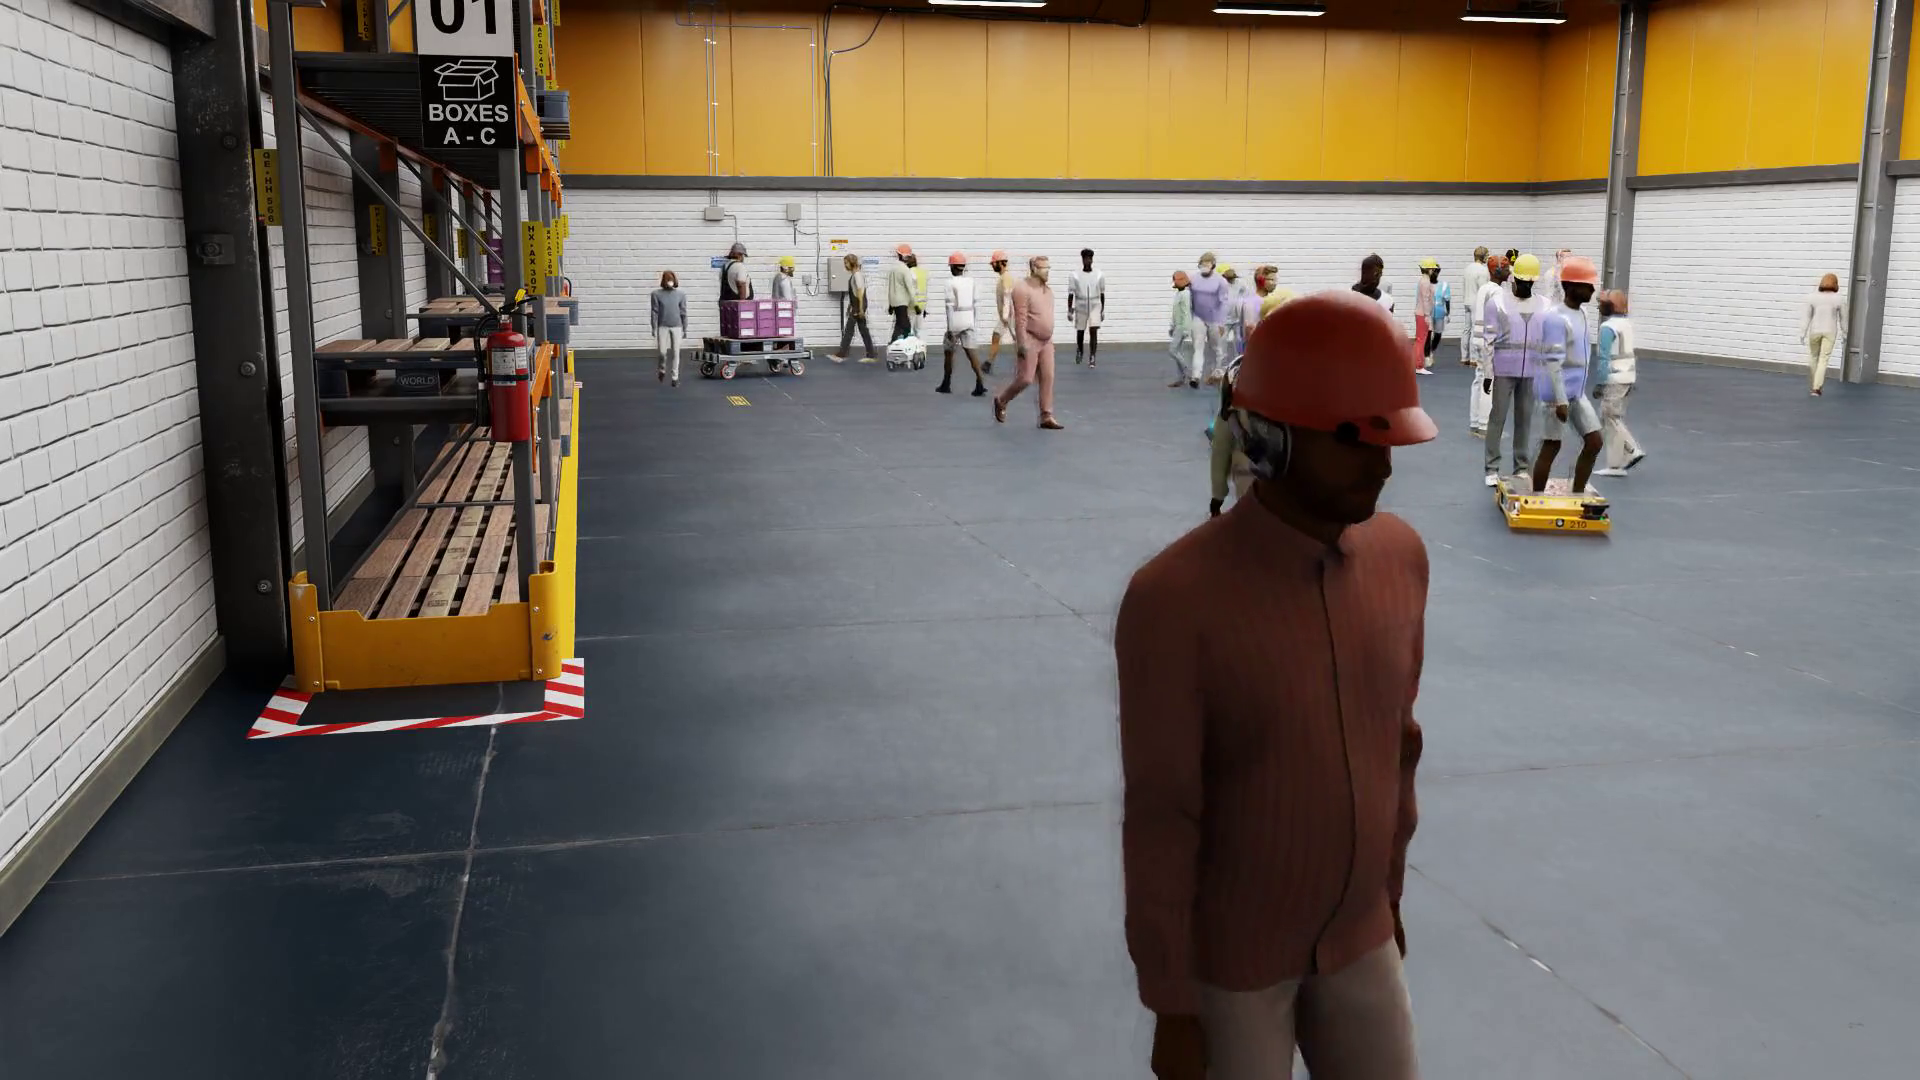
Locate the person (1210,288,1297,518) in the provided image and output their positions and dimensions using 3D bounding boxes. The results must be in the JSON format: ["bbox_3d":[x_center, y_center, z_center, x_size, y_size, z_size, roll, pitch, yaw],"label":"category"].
[{"bbox_3d":[1.452,-0.250,7.717,0.608,1.807,0.668,-1,10,-5],"label":"person"}]

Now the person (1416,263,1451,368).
[{"bbox_3d":[7.616,-3.624,26.830,0.537,1.678,0.726,1,10,4],"label":"person"}]

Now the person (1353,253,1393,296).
[{"bbox_3d":[5.226,-2.697,21.110,0.513,1.877,0.328,2,10,9],"label":"person"}]

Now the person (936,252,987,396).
[{"bbox_3d":[0.041,-2.844,21.904,0.559,1.894,0.985,-7,13,-35],"label":"person"}]

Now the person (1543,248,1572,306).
[{"bbox_3d":[8.962,-3.381,24.802,0.641,1.913,0.407,-8,13,-38],"label":"person"}]

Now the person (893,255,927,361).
[{"bbox_3d":[-0.783,-3.886,27.886,0.436,1.816,0.647,6,12,29],"label":"person"}]

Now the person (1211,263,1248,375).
[{"bbox_3d":[4.127,-3.297,24.943,0.646,1.696,0.332,1,10,4],"label":"person"}]

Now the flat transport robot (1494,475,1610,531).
[{"bbox_3d":[4.316,-0.284,12.184,0.652,0.197,1.431,2,11,13],"label":"flat transport robot"}]

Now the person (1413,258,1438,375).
[{"bbox_3d":[7.081,-3.403,25.322,0.314,1.769,0.524,1,10,7],"label":"person"}]

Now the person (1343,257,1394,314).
[{"bbox_3d":[3.699,-1.654,15.311,0.620,1.876,0.862,-1,10,-3],"label":"person"}]

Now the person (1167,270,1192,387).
[{"bbox_3d":[3.012,-2.905,22.957,0.336,1.621,0.506,0,10,-2],"label":"person"}]

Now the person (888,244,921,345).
[{"bbox_3d":[-0.857,-3.891,27.477,0.816,1.966,0.626,-4,11,-23],"label":"person"}]

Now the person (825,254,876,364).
[{"bbox_3d":[-1.813,-3.801,27.409,0.905,1.800,0.538,0,10,-2],"label":"person"}]

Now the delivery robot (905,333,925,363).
[{"bbox_3d":[-0.776,-3.070,26.575,0.477,0.478,0.707,1,10,8],"label":"delivery robot"}]

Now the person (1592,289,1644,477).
[{"bbox_3d":[5.645,-1.350,14.355,0.374,1.620,0.523,8,13,37],"label":"person"}]

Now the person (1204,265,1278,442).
[{"bbox_3d":[2.820,-1.739,15.995,0.899,1.812,0.571,8,13,38],"label":"person"}]

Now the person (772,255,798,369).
[{"bbox_3d":[-2.783,-3.596,26.285,0.457,1.810,0.591,-3,11,-16],"label":"person"}]

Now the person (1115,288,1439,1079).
[{"bbox_3d":[0.483,0.604,2.575,0.634,1.964,0.582,-6,12,-31],"label":"person"}]

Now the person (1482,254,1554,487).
[{"bbox_3d":[4.614,-1.391,13.754,0.585,1.917,0.382,-1,10,-4],"label":"person"}]

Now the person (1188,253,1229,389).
[{"bbox_3d":[3.434,-3.025,23.004,0.632,1.850,1.105,5,12,28],"label":"person"}]

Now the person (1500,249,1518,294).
[{"bbox_3d":[10.131,-4.422,30.680,0.330,1.874,0.518,-2,10,-11],"label":"person"}]

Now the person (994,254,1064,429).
[{"bbox_3d":[0.768,-2.145,18.020,0.751,1.885,0.649,10,14,43],"label":"person"}]

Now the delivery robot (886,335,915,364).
[{"bbox_3d":[-0.922,-2.943,25.873,0.477,0.478,0.707,1,10,8],"label":"delivery robot"}]

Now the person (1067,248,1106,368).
[{"bbox_3d":[2.046,-3.763,26.903,0.614,1.929,0.877,0,10,2],"label":"person"}]

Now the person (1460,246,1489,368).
[{"bbox_3d":[8.257,-3.723,26.618,0.359,1.938,0.632,-2,10,-11],"label":"person"}]

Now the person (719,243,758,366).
[{"bbox_3d":[-3.590,-3.826,26.907,0.609,2.000,0.725,-9,14,-42],"label":"person"}]

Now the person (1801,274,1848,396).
[{"bbox_3d":[11.419,-2.707,21.947,0.525,1.580,0.866,8,13,37],"label":"person"}]

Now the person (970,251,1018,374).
[{"bbox_3d":[0.697,-3.432,25.237,1.010,1.874,0.635,-2,10,-10],"label":"person"}]

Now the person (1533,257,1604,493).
[{"bbox_3d":[4.374,-1.034,11.792,0.561,1.913,0.678,-9,14,-42],"label":"person"}]

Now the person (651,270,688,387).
[{"bbox_3d":[-4.040,-2.945,23.156,0.517,1.621,0.361,-3,11,-18],"label":"person"}]

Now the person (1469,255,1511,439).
[{"bbox_3d":[5.477,-1.987,17.156,0.356,1.881,0.575,0,10,-1],"label":"person"}]
